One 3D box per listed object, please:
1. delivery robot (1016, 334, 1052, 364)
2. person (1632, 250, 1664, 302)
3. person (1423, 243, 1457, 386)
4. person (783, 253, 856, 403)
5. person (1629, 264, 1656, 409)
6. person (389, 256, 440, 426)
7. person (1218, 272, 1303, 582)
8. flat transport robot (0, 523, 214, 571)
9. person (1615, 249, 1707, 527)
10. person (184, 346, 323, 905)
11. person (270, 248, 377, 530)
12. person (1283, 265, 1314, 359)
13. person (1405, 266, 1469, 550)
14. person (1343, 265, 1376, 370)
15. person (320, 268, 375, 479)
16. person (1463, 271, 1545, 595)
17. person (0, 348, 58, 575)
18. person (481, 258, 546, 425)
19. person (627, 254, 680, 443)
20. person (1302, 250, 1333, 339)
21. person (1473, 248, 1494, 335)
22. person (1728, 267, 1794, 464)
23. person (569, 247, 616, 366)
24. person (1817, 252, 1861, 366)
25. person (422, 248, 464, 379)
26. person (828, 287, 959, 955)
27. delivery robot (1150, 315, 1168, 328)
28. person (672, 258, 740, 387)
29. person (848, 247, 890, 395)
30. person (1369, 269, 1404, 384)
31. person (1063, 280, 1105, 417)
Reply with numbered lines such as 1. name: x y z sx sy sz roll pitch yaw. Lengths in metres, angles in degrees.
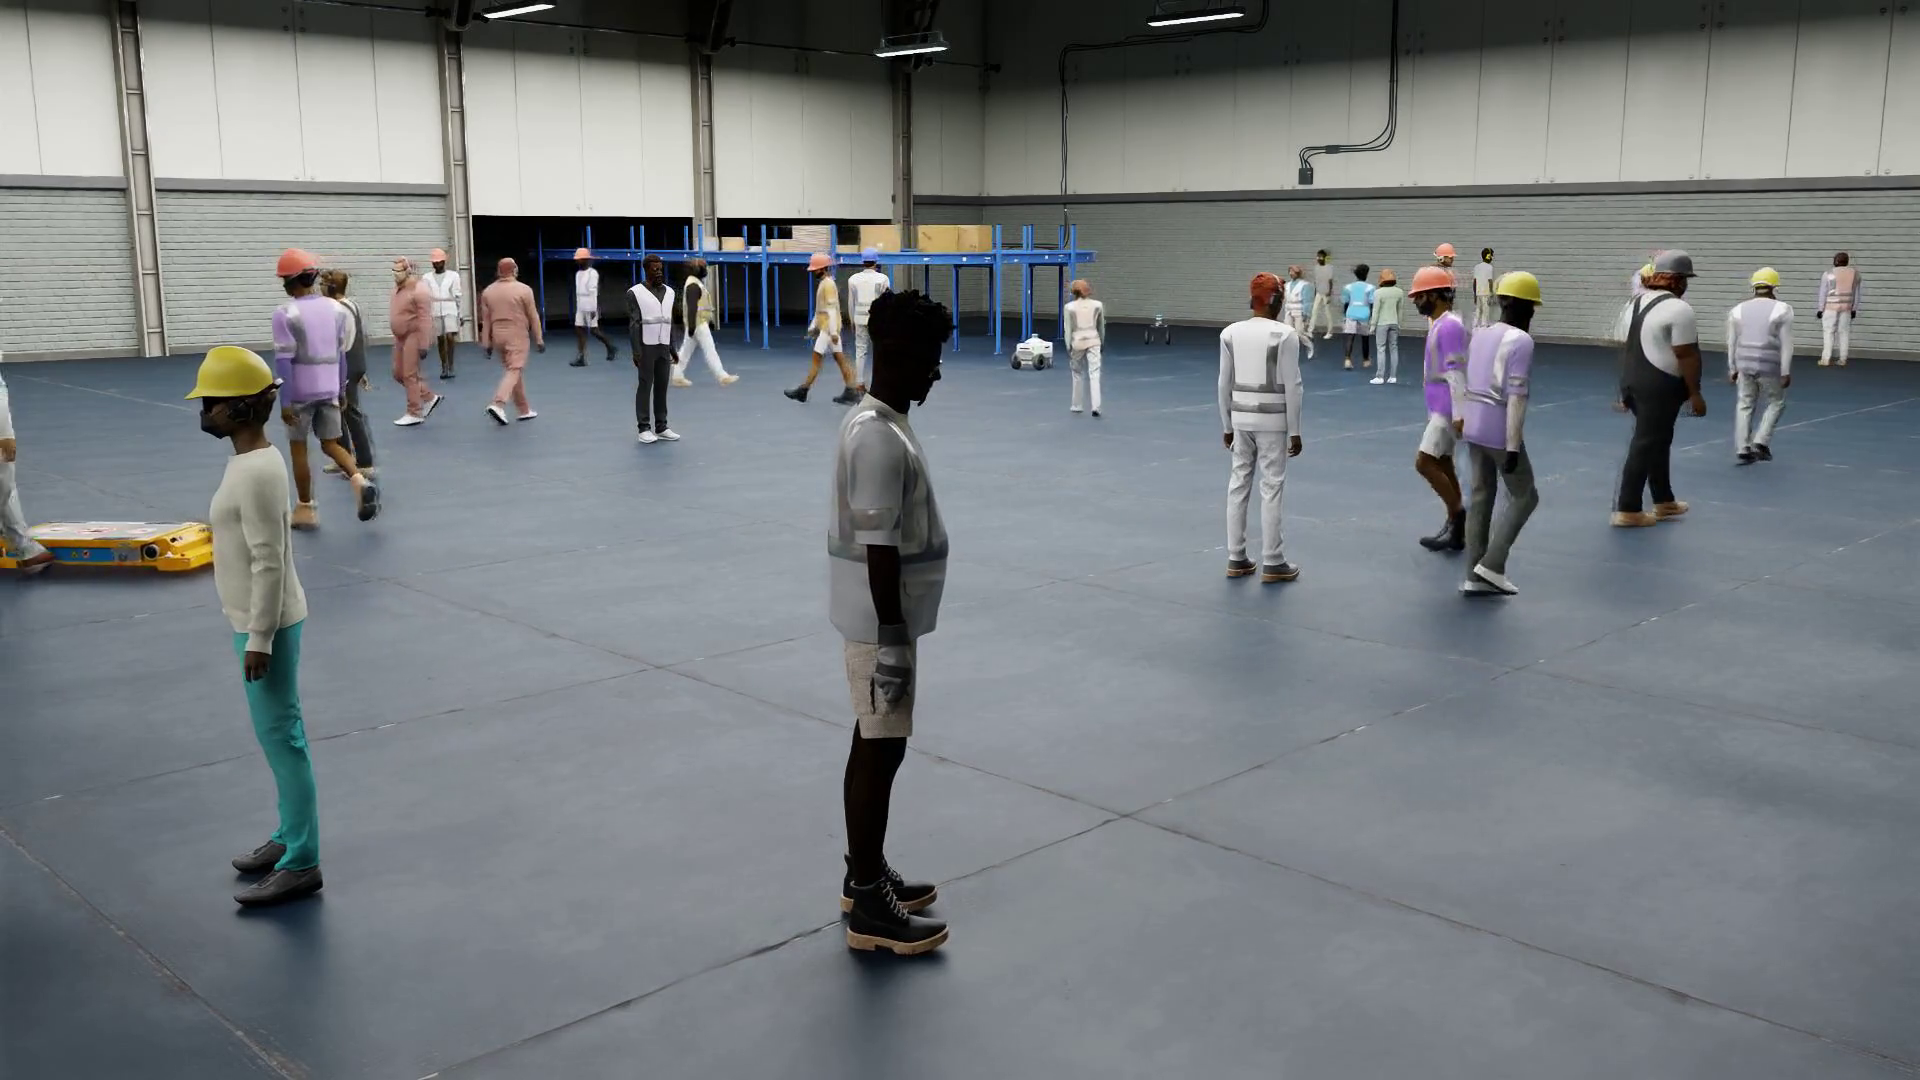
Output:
1. delivery robot: 1.191 -3.045 26.535 0.477 0.478 0.707 6 12 29
2. person: 10.505 -3.423 25.120 0.678 1.872 0.846 0 10 0
3. person: 6.755 -3.159 23.376 0.397 1.992 0.621 5 12 27
4. person: -1.773 -2.667 21.010 0.986 1.870 0.541 0 10 -2
5. person: 8.323 -2.460 20.194 0.309 1.769 0.525 0 10 1
6. person: -6.109 -2.226 18.591 0.675 1.879 0.510 10 14 43
7. person: 1.858 -0.698 10.256 0.573 1.887 0.355 10 14 43
8. flat transport robot: -5.529 0.030 10.806 1.431 0.197 0.652 1 10 4
9. person: 5.204 -1.109 12.190 0.857 2.000 0.699 -1 10 -6
10. person: -2.253 0.267 5.321 0.311 1.768 0.533 -4 11 -23
11. person: -4.603 -1.072 11.937 0.743 2.021 0.623 7 12 32
12. person: 5.607 -3.753 27.627 0.588 1.619 0.524 -7 13 -35
13. person: 3.216 -0.876 11.163 0.502 1.904 0.577 2 11 11
14. person: 6.319 -3.529 26.341 0.540 1.652 0.857 6 12 30
15. person: -5.446 -1.444 14.503 0.656 1.824 0.513 -1 10 -3
16. person: 3.178 -0.617 9.777 0.456 1.901 0.581 -4 11 -19
17. person: -5.824 -0.669 10.070 0.819 1.893 0.711 -9 14 -40
18. person: -5.112 -2.257 18.823 0.644 1.866 0.958 4 11 22
19. person: -3.165 -1.982 17.168 0.387 1.919 0.594 8 13 36
20. person: 7.347 -4.983 33.833 0.522 1.802 1.002 10 15 44
21. person: 10.120 -4.694 32.110 0.328 1.865 0.521 -5 11 -24
22. person: 7.410 -1.606 15.395 0.447 1.811 0.618 -8 13 -38
23. person: -6.049 -3.814 27.167 0.550 1.921 0.772 8 13 38
24. person: 14.309 -3.771 27.133 0.633 1.841 0.429 1 10 3
25. person: -7.635 -3.316 24.457 0.586 1.906 0.772 -1 10 -5
26. person: -0.199 0.230 4.993 0.393 1.958 0.613 -1 10 -5
27. delivery robot: 3.907 -4.302 32.692 0.335 0.223 0.698 2 11 12
28. person: -3.625 -3.046 23.321 0.964 1.792 0.621 -2 11 -9
29. person: -1.192 -2.914 22.165 0.605 1.951 0.384 3 11 16
30. person: 6.092 -3.052 23.781 0.499 1.633 0.281 -4 11 -19
31. person: 1.477 -2.264 19.607 0.531 1.591 0.837 -1 10 -6
